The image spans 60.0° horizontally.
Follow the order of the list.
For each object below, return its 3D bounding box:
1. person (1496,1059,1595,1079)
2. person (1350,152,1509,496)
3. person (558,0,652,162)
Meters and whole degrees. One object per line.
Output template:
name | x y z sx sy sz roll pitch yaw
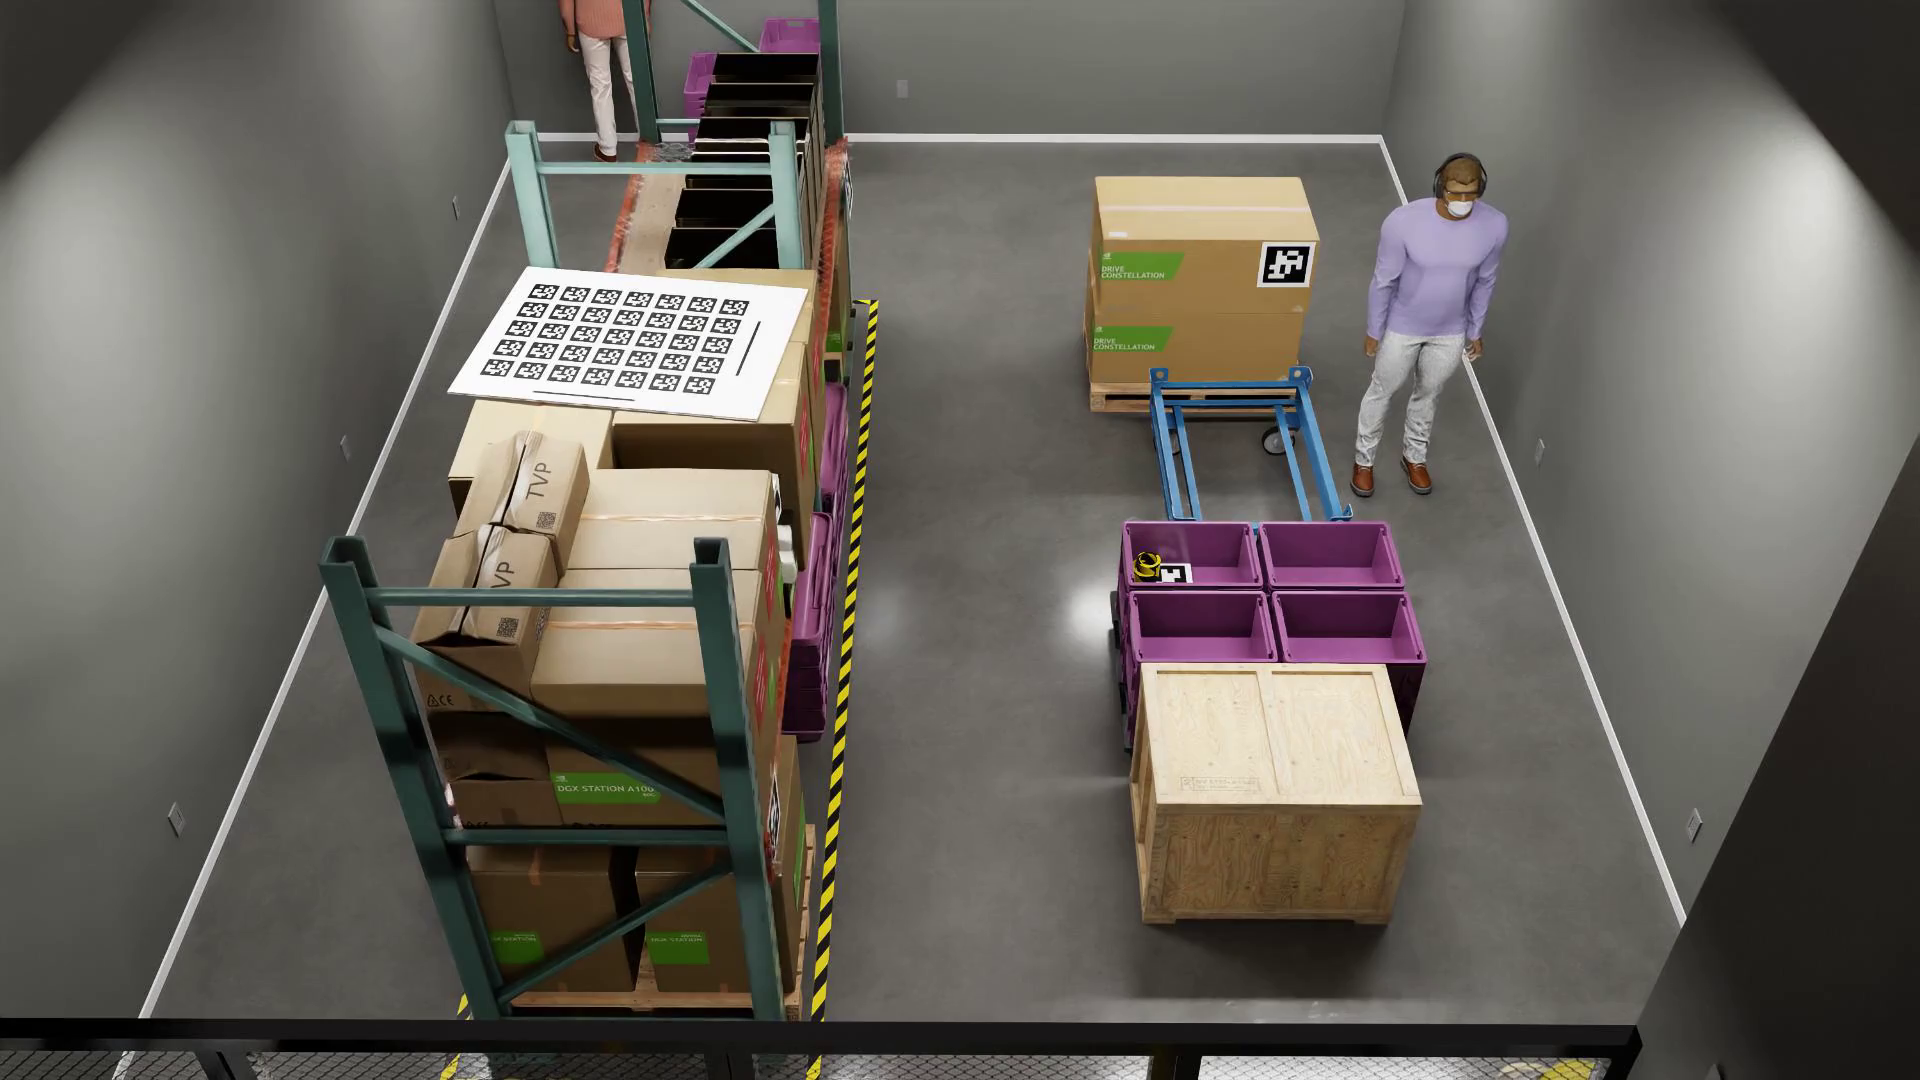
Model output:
person | 1.609 2.062 4.840 0.404 1.835 0.590 7 42 7
person | 2.330 -1.061 8.324 0.627 1.940 0.370 -1 41 -1
person | -2.329 -3.421 10.973 0.612 1.995 0.376 -16 44 -18
